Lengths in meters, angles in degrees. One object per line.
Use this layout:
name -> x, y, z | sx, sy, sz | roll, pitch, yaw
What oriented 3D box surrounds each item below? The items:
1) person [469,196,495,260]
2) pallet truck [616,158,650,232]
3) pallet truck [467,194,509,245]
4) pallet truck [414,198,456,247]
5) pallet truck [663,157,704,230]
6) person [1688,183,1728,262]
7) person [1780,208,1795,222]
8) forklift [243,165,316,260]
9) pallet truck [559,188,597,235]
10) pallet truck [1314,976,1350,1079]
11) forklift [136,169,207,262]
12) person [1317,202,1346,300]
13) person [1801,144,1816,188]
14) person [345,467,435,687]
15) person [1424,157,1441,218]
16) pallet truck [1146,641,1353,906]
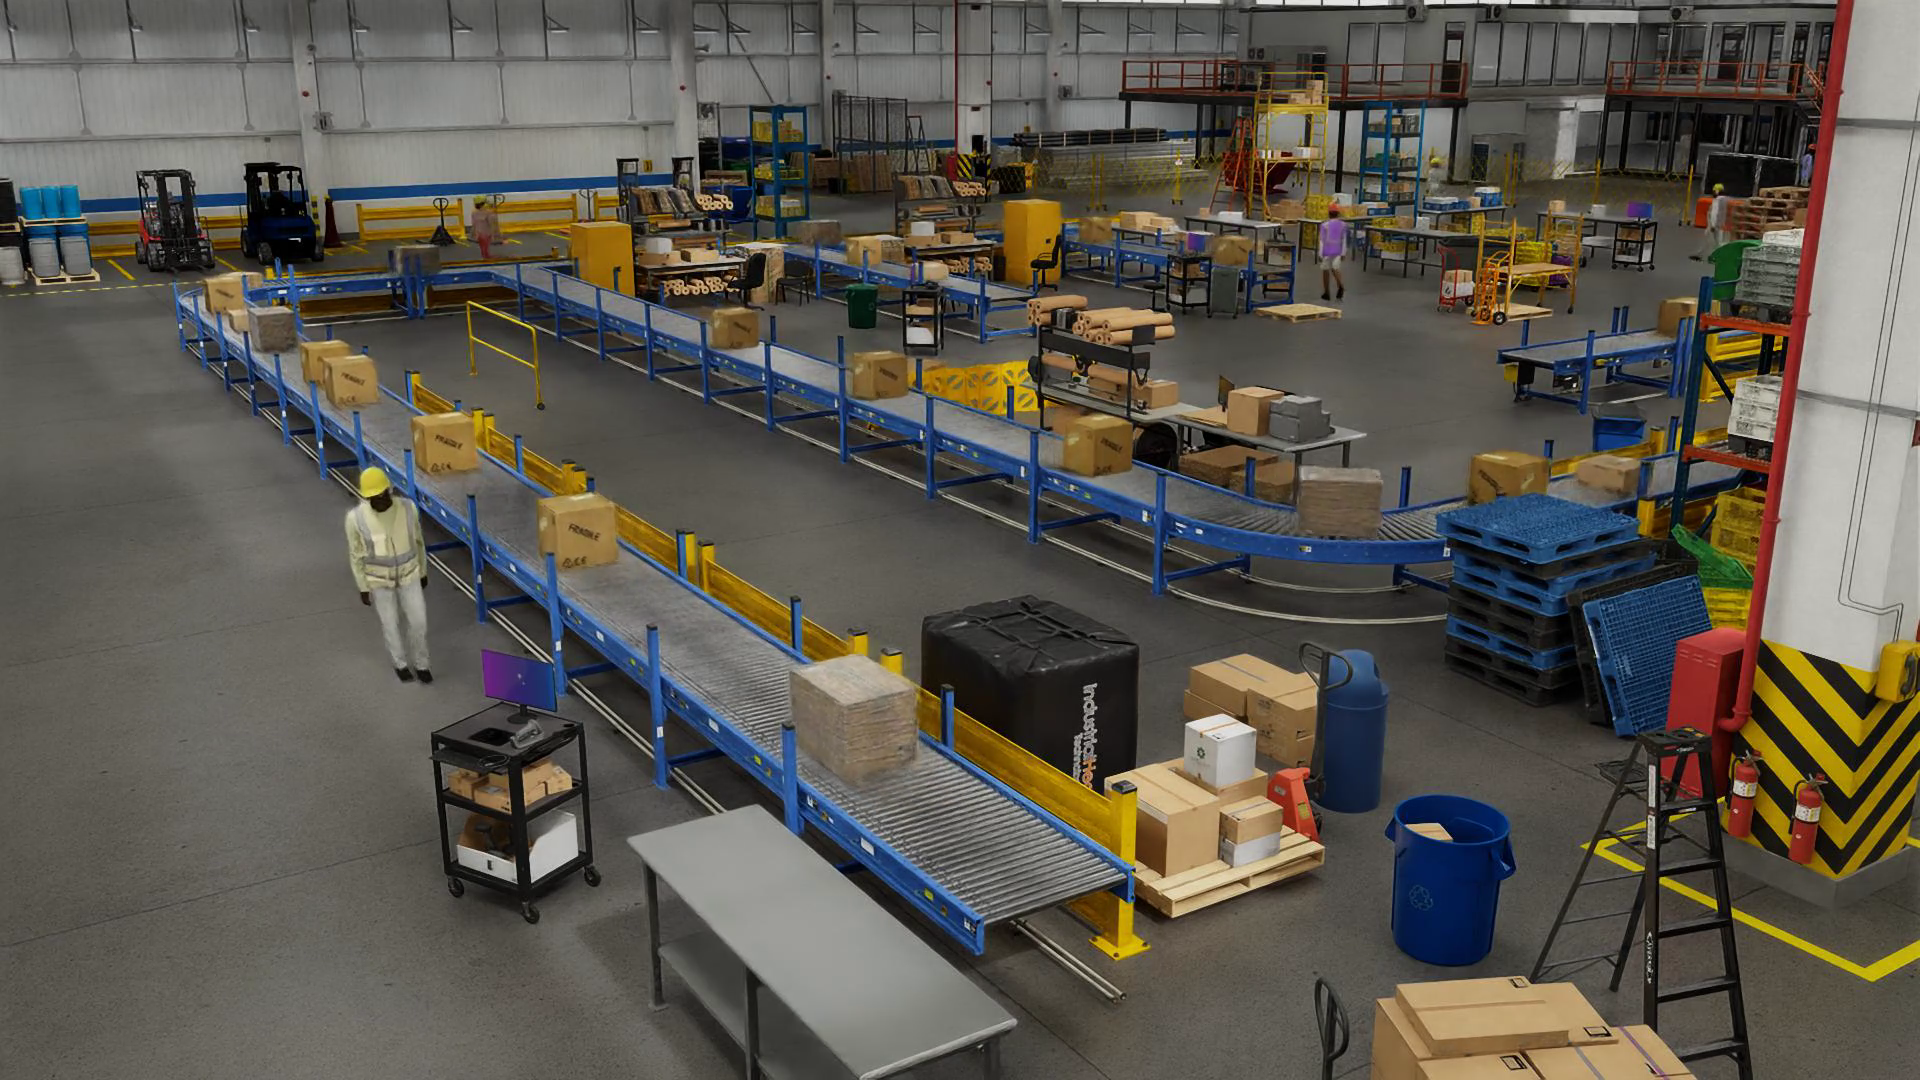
person -> -10.404, -6.563, 35.991 | 0.542, 1.731, 0.784 | 9, 19, 26
pallet truck -> -8.918, -9.176, 44.255 | 0.823, 1.965, 1.885 | -9, 19, -27
pallet truck -> -11.983, -8.177, 42.137 | 0.704, 1.261, 1.522 | -11, 20, -33
pallet truck -> -13.250, -8.060, 41.856 | 0.680, 1.201, 1.601 | -10, 20, -31
pallet truck -> -7.586, -9.308, 44.692 | 0.823, 1.965, 1.885 | -11, 20, -33
person -> 17.340, -7.324, 38.426 | 0.617, 1.796, 0.839 | -15, 22, -41
person -> 17.135, -6.087, 34.625 | 0.536, 1.613, 0.537 | -8, 19, -26
forklift -> -15.898, -7.669, 38.708 | 1.157, 1.987, 2.680 | -11, 20, -33
pallet truck -> -10.010, -8.652, 43.699 | 0.653, 1.274, 1.630 | -10, 20, -31
pallet truck -> 2.299, 2.390, 7.086 | 1.601, 1.201, 0.680 | -2, 17, -7
forklift -> -17.842, -7.318, 37.559 | 1.157, 1.987, 2.680 | -10, 20, -31
person -> 7.317, -5.652, 32.676 | 0.544, 1.916, 0.571 | -3, 17, -10
person -> 25.990, -11.167, 50.989 | 0.363, 1.933, 0.543 | 2, 17, 7
person -> -4.428, 0.307, 13.025 | 0.598, 1.800, 0.623 | -10, 20, -31
person -> 13.637, -10.130, 47.888 | 0.499, 1.727, 0.421 | -11, 20, -32
pallet truck -> 1.664, 1.407, 10.232 | 1.630, 1.274, 0.653 | -10, 20, -31
